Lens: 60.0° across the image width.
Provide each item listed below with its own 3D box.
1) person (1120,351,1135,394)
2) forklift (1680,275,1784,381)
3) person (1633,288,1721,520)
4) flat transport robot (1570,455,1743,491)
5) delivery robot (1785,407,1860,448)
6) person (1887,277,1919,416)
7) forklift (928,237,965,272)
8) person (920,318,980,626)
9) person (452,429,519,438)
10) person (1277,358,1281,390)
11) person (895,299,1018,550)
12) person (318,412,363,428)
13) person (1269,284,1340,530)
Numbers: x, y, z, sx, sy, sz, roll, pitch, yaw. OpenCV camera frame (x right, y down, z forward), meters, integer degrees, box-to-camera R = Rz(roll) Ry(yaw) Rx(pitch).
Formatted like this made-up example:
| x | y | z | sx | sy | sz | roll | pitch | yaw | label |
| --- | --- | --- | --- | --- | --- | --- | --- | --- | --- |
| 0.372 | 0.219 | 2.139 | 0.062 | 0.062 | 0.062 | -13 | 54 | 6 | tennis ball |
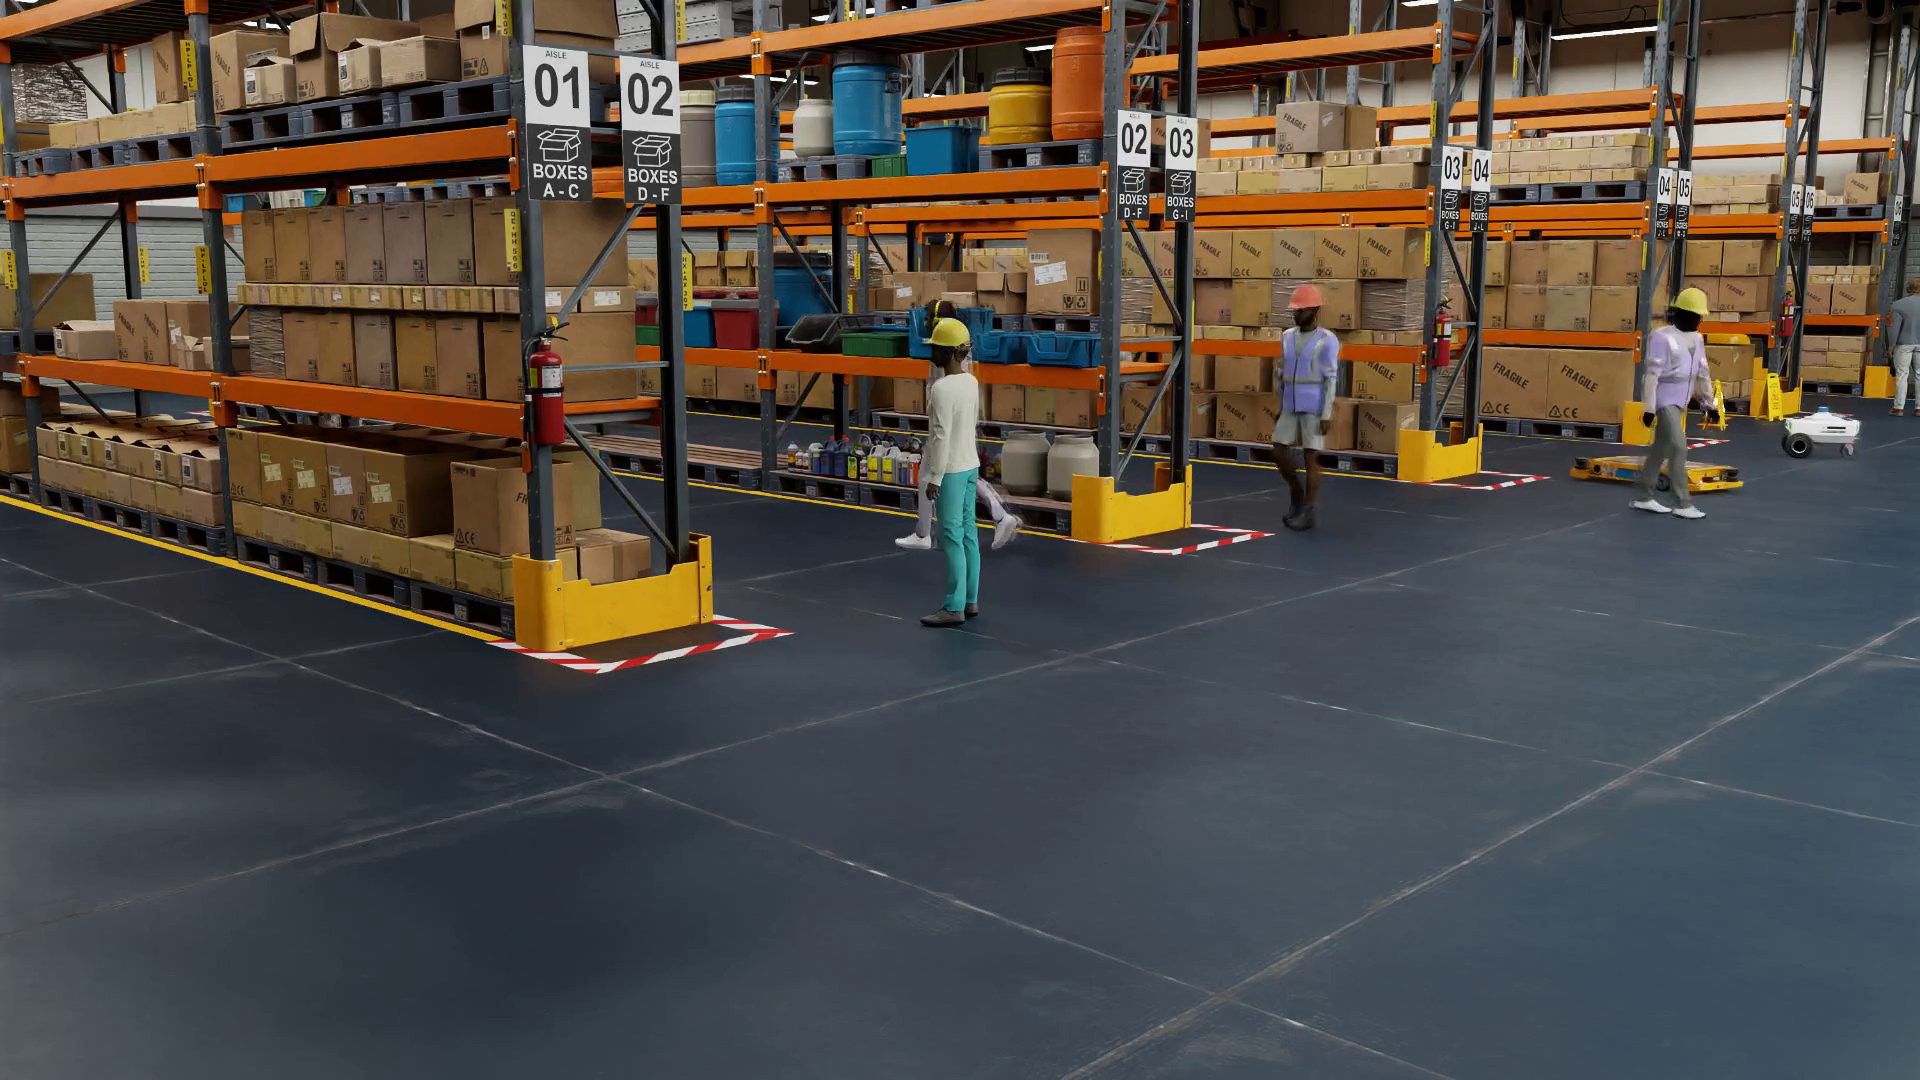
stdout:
| x | y | z | sx | sy | sz | roll | pitch | yaw | label |
| --- | --- | --- | --- | --- | --- | --- | --- | --- | --- |
| 2.111 | -2.627 | 22.893 | 0.890 | 1.917 | 0.606 | 6 | 11 | 34 | person |
| 12.480 | -3.427 | 27.053 | 1.214 | 2.155 | 2.313 | 9 | 13 | 43 | forklift |
| 5.967 | -1.120 | 13.713 | 0.619 | 1.877 | 0.845 | -7 | 12 | -37 | person |
| 6.643 | -0.650 | 15.908 | 0.652 | 0.197 | 1.431 | -6 | 11 | -31 | flat transport robot |
| 9.460 | -1.220 | 18.248 | 0.707 | 0.478 | 0.477 | 3 | 10 | 21 | delivery robot |
| 13.316 | -2.700 | 23.270 | 0.633 | 1.930 | 0.358 | 2 | 9 | 10 | person |
| -0.326 | -5.817 | 39.609 | 1.129 | 2.768 | 1.873 | 9 | 13 | 43 | forklift |
| -0.053 | -0.395 | 9.635 | 0.309 | 1.772 | 0.525 | 4 | 10 | 21 | person |
| -3.676 | -0.969 | 13.007 | 0.992 | 1.829 | 0.499 | 8 | 12 | 41 | person |
| 4.001 | -2.072 | 19.490 | 0.574 | 1.899 | 0.893 | -6 | 11 | -32 | person |
| -0.033 | -0.832 | 12.121 | 0.892 | 1.842 | 0.510 | 5 | 11 | 29 | person |
| -5.660 | -1.235 | 15.218 | 0.513 | 1.630 | 0.359 | -8 | 13 | -42 | person |
| 2.697 | -1.040 | 13.103 | 0.400 | 1.926 | 0.567 | -8 | 12 | -41 | person |
